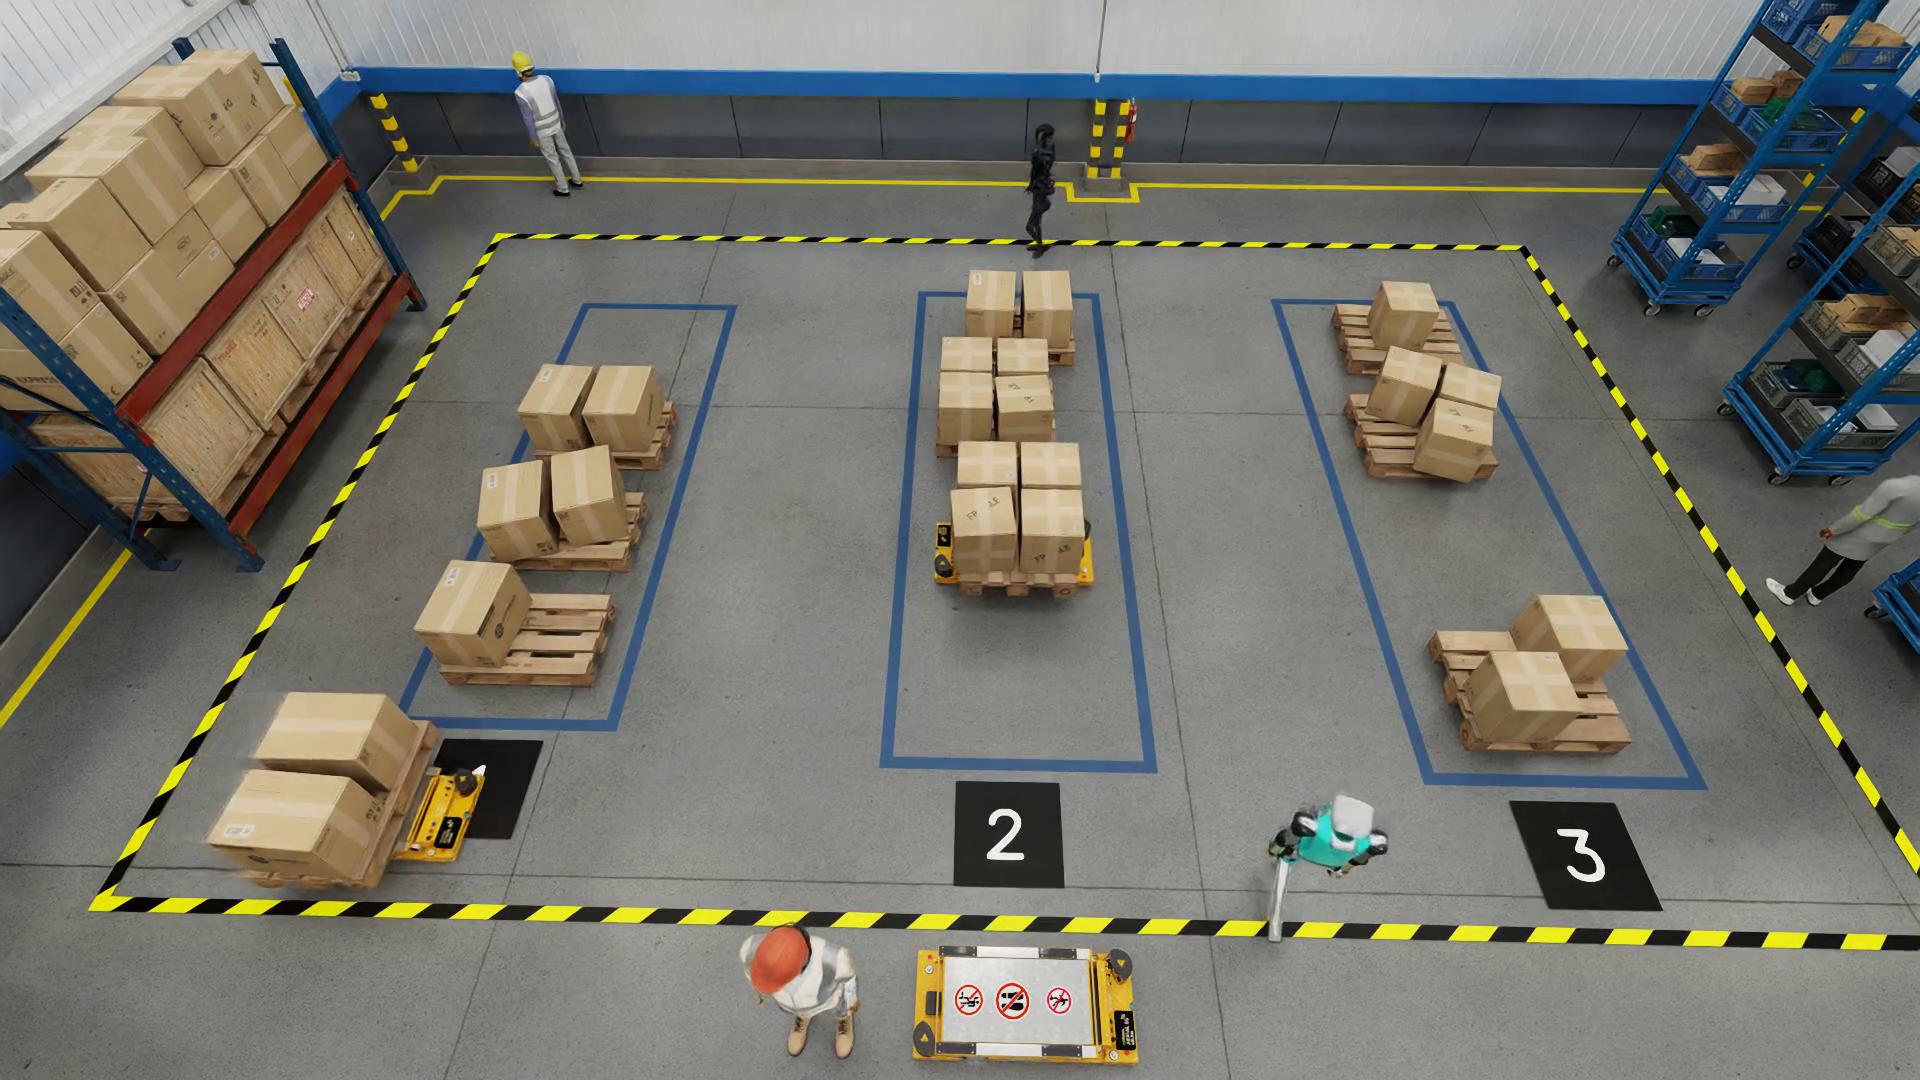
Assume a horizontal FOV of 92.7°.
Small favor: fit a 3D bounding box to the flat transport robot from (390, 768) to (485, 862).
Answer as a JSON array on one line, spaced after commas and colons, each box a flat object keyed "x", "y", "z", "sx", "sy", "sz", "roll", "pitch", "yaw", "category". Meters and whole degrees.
[{"x": -4.385, "y": 2.024, "z": 6.818, "sx": 1.431, "sy": 0.197, "sz": 0.652, "roll": 1, "pitch": 51, "yaw": 1, "category": "flat transport robot"}]

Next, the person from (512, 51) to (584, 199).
[{"x": -5.347, "y": -5.325, "z": 11.817, "sx": 0.403, "sy": 1.831, "sz": 0.594, "roll": 24, "pitch": 55, "yaw": 18, "category": "person"}]

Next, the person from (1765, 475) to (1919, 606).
[{"x": 7.477, "y": -0.101, "z": 7.550, "sx": 0.587, "sy": 1.847, "sz": 0.397, "roll": 4, "pitch": 51, "yaw": 3, "category": "person"}]

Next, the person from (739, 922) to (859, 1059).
[{"x": -0.879, "y": 2.597, "z": 5.228, "sx": 0.613, "sy": 2.037, "sz": 0.384, "roll": 4, "pitch": 51, "yaw": 3, "category": "person"}]

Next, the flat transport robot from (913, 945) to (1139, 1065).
[{"x": 0.422, "y": 3.041, "z": 6.007, "sx": 1.431, "sy": 0.231, "sz": 0.659, "roll": 1, "pitch": 51, "yaw": 1, "category": "flat transport robot"}]

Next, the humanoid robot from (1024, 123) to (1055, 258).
[{"x": 0.951, "y": -4.173, "z": 10.976, "sx": 0.334, "sy": 1.645, "sz": 0.603, "roll": -7, "pitch": 51, "yaw": -5, "category": "humanoid robot"}]

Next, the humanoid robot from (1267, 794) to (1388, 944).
[{"x": 2.290, "y": 1.917, "z": 5.987, "sx": 0.534, "sy": 1.737, "sz": 1.035, "roll": 12, "pitch": 52, "yaw": 10, "category": "humanoid robot"}]

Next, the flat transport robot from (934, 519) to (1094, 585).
[{"x": 0.490, "y": 0.087, "z": 8.397, "sx": 1.431, "sy": 0.197, "sz": 0.652, "roll": 1, "pitch": 51, "yaw": 1, "category": "flat transport robot"}]
